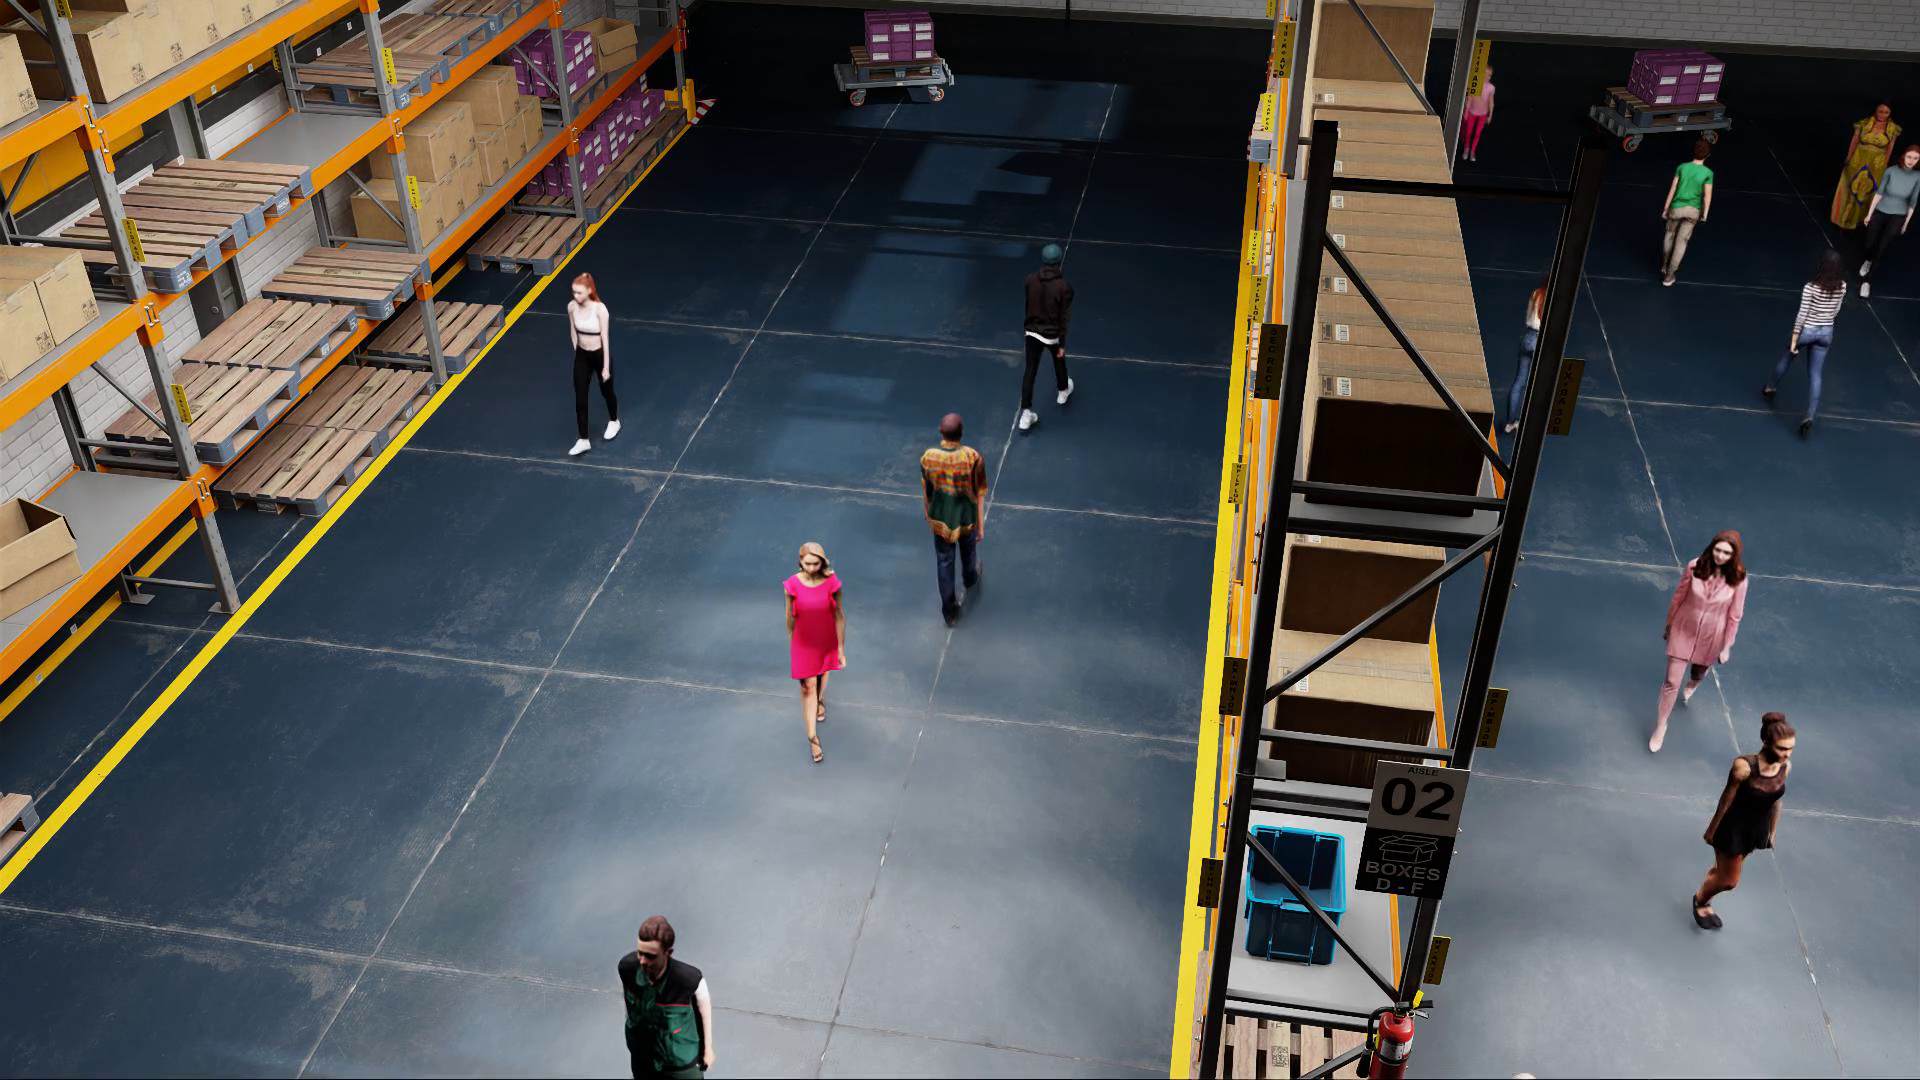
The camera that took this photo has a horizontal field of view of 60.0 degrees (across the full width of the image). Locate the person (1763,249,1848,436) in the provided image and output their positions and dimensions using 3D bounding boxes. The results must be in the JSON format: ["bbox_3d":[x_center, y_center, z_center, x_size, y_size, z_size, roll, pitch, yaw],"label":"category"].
[{"bbox_3d":[8.064,-1.824,15.685,0.754,1.734,1.205,0,34,0],"label":"person"}]

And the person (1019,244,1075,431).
[{"bbox_3d":[0.762,-1.892,15.754,0.851,1.771,1.255,12,35,18],"label":"person"}]

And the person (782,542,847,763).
[{"bbox_3d":[-1.032,0.674,11.963,0.780,1.695,1.057,-5,34,-8],"label":"person"}]

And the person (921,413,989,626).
[{"bbox_3d":[-0.067,-0.129,13.096,0.692,1.778,0.998,6,34,9],"label":"person"}]

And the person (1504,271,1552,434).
[{"bbox_3d":[5.408,-1.779,15.653,0.911,1.695,1.116,22,40,30],"label":"person"}]

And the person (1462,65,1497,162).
[{"bbox_3d":[6.790,-5.623,21.828,0.503,1.261,0.494,5,34,7],"label":"person"}]

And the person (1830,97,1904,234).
[{"bbox_3d":[10.753,-4.473,19.749,0.871,1.647,0.908,13,36,18],"label":"person"}]

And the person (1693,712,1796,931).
[{"bbox_3d":[4.832,1.726,10.405,0.676,1.667,0.712,-8,35,-12],"label":"person"}]

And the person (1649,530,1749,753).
[{"bbox_3d":[5.319,0.651,11.929,0.902,1.770,1.197,18,38,25],"label":"person"}]

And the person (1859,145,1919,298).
[{"bbox_3d":[10.196,-3.539,18.269,0.770,1.730,0.906,18,38,25],"label":"person"}]

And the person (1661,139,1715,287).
[{"bbox_3d":[8.024,-3.608,18.462,0.778,1.632,0.920,19,38,26],"label":"person"}]

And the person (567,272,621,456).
[{"bbox_3d":[-3.357,-1.706,15.522,0.674,1.718,0.992,9,35,13],"label":"person"}]

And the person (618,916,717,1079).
[{"bbox_3d":[-1.550,2.680,8.811,0.667,1.842,0.620,10,35,15],"label":"person"}]
